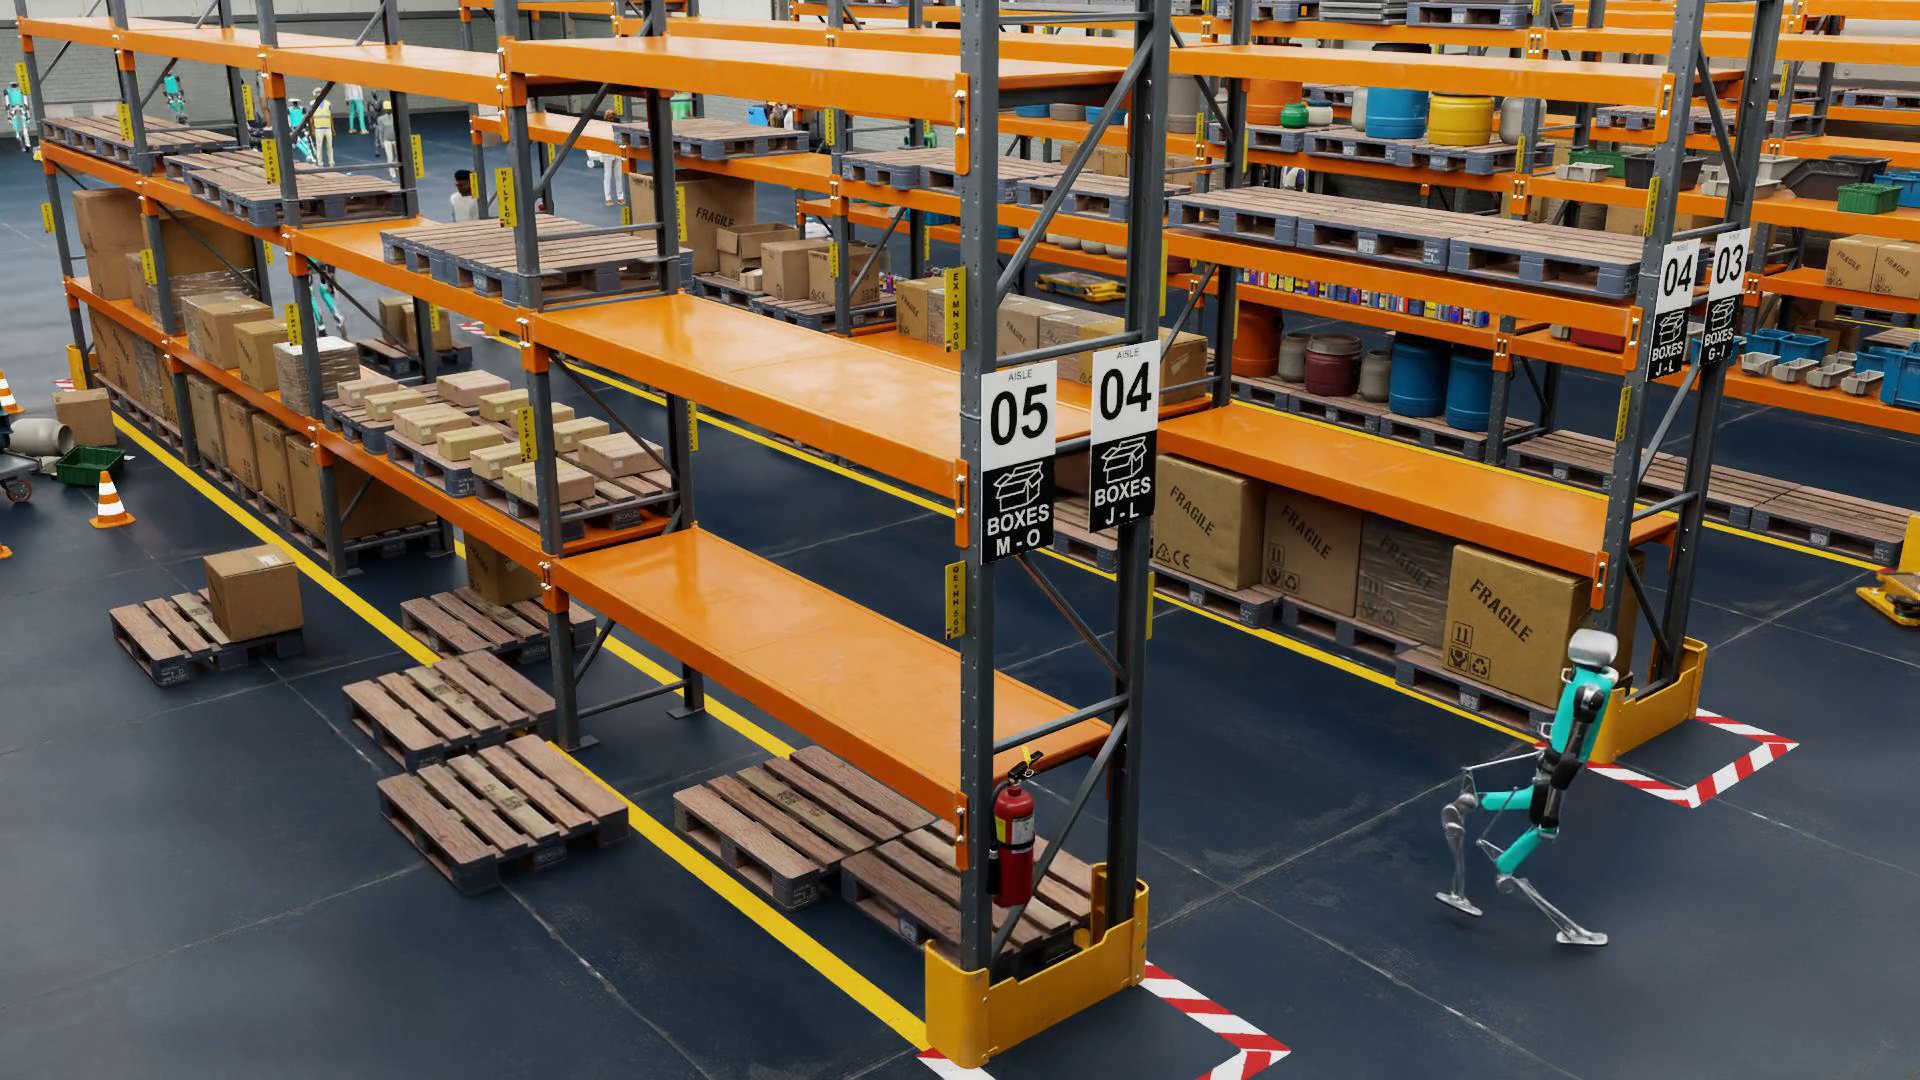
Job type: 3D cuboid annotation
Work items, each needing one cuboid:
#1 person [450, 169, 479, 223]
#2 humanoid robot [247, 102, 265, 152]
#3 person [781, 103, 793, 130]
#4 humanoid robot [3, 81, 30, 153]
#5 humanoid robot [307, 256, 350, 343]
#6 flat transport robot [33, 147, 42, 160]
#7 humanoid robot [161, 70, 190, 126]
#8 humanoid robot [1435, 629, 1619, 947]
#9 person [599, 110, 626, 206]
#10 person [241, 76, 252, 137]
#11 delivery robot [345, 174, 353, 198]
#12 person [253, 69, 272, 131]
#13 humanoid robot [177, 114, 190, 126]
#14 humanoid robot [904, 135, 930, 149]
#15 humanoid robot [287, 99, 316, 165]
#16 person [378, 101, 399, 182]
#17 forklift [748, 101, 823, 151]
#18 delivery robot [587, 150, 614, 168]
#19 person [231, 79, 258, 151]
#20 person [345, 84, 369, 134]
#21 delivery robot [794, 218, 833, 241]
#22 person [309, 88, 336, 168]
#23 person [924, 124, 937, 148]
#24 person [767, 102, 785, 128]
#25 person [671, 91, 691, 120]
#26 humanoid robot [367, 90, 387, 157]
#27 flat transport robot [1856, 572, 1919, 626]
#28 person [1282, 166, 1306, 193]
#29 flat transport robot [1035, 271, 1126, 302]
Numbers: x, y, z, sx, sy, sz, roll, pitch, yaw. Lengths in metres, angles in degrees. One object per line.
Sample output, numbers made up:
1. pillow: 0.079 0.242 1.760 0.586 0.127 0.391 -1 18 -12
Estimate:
1. person: -6.928 -4.275 23.562 0.628 1.952 0.534 9 21 23
2. humanoid robot: -16.192 -9.254 38.151 0.455 1.638 0.616 7 21 20
3. person: -3.701 -8.724 36.327 0.382 1.888 0.568 -5 20 -13
4. humanoid robot: -23.921 -10.732 42.310 0.549 1.786 0.935 -11 22 -29
5. humanoid robot: -7.791 -3.050 20.439 0.555 1.796 0.938 -18 26 -41
6. flat transport robot: -22.617 -9.597 41.250 0.659 0.231 1.431 -10 22 -26
7. humanoid robot: -22.194 -12.448 47.220 0.570 1.799 0.926 -1 19 -3
8. humanoid robot: 2.762 1.239 8.279 1.046 1.747 0.541 7 21 20
9. person: -6.954 -7.643 33.272 0.564 1.878 0.352 -13 23 -33
10. person: -19.624 -11.852 45.547 0.803 1.667 0.526 13 23 32
11. delivery robot: -12.453 -7.141 33.837 0.499 0.601 0.783 7 21 20
12. person: -19.943 -12.688 47.624 0.380 1.874 0.512 -3 20 -8
13. humanoid robot: -16.306 -8.157 35.084 0.739 1.624 0.599 -3 20 -8
14. humanoid robot: -0.935 -6.813 31.232 0.537 1.855 0.732 12 23 31
15. humanoid robot: -14.579 -8.847 37.045 0.732 1.889 0.541 12 23 31
16. person: -12.594 -8.842 36.860 0.523 1.758 0.432 -10 22 -27
17. forklift: -4.526 -11.368 42.374 1.129 2.768 1.873 -15 24 -37
18. delivery robot: -8.489 -9.131 39.470 0.766 0.580 0.499 -5 20 -13
19. person: -18.107 -10.749 42.154 0.786 1.846 0.410 7 21 20
20. person: -17.067 -12.409 46.869 0.773 1.869 0.559 7 21 20
21. delivery robot: -2.503 -5.154 28.201 0.803 0.614 0.499 -16 25 -38
22. person: -14.782 -9.514 38.568 0.534 1.893 0.397 -14 24 -34
23. person: -0.626 -7.547 33.206 0.476 1.735 0.322 16 25 38
24. person: -4.123 -9.047 37.427 0.405 1.763 0.535 6 20 17
25. person: -6.740 -10.055 40.025 0.522 1.944 0.896 -4 20 -12
26. humanoid robot: -14.406 -10.360 41.357 0.611 1.625 0.761 -3 20 -8
27. flat transport robot: 7.695 0.456 12.638 1.431 0.231 0.659 0 19 -1
28. person: 5.468 -5.548 27.377 0.404 1.832 0.566 -5 20 -15
29. flat transport robot: 1.795 -3.754 24.619 0.659 0.231 1.431 -13 23 -33
